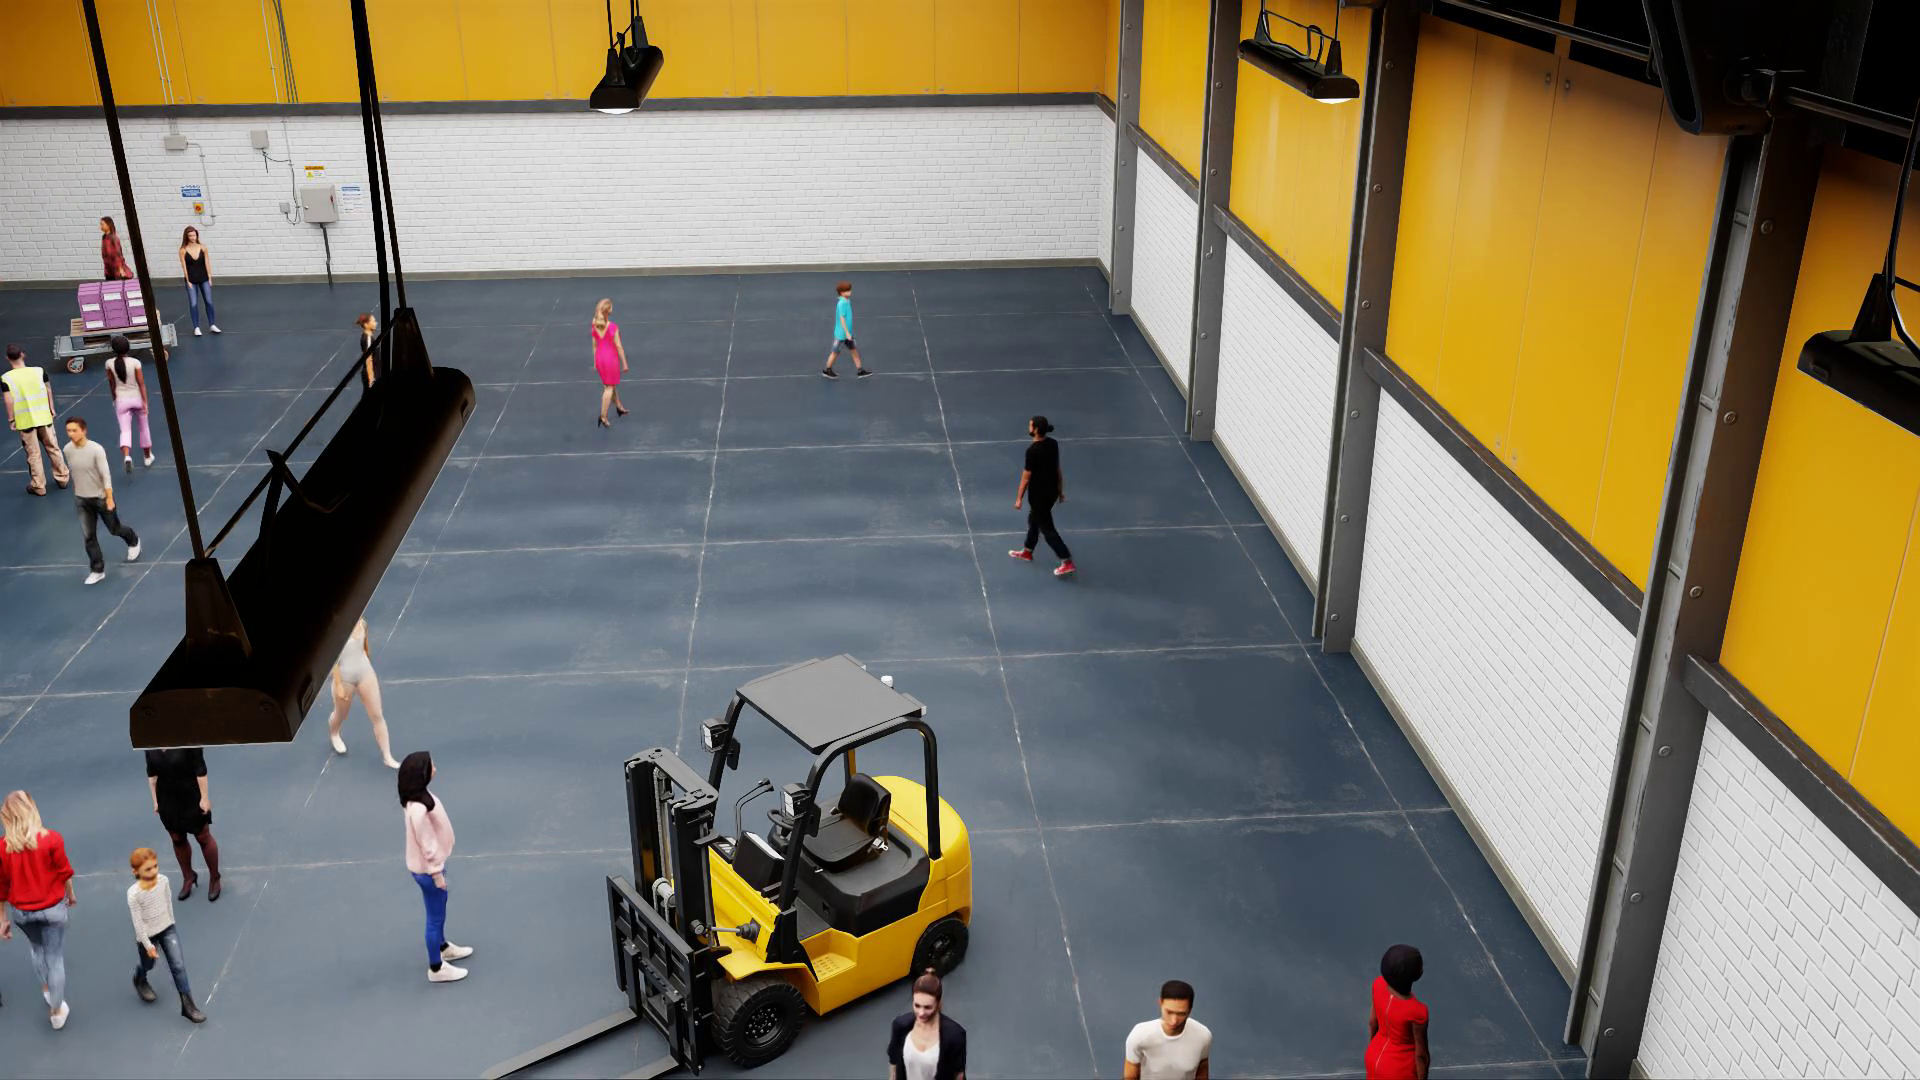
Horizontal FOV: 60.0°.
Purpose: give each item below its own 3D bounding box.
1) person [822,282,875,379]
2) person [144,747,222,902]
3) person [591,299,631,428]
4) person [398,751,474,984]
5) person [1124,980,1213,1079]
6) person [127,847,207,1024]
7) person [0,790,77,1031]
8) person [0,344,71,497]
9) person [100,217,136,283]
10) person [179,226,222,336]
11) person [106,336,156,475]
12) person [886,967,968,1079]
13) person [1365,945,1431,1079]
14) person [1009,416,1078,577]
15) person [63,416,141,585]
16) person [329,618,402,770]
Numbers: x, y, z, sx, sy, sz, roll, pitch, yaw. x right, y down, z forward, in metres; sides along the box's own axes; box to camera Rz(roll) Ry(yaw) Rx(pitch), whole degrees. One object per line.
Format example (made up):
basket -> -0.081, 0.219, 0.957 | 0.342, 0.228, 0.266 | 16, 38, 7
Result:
person -> -1.732, -2.975, 23.785 | 0.840, 1.417, 0.971 | 8, 25, 17
person -> -5.730, 1.907, 12.257 | 0.616, 1.704, 0.544 | 1, 24, 3
person -> -4.681, -2.304, 21.897 | 0.871, 1.700, 0.982 | 13, 27, 27
person -> -3.657, 2.239, 11.417 | 0.747, 1.768, 0.550 | -6, 24, -14
person -> 1.132, 3.175, 9.238 | 0.659, 1.798, 0.550 | -4, 24, -9
person -> -5.434, 2.625, 11.134 | 0.888, 1.288, 0.882 | 15, 28, 31
person -> -6.064, 2.489, 10.962 | 0.712, 1.674, 0.804 | -8, 25, -17
person -> -11.002, -1.437, 19.733 | 0.920, 1.844, 0.861 | 19, 30, 37
person -> -13.368, -4.313, 26.522 | 1.003, 1.675, 1.138 | 14, 27, 29
person -> -11.851, -4.038, 25.843 | 0.659, 1.716, 0.686 | -17, 29, -34
person -> -10.168, -1.629, 20.330 | 0.694, 1.718, 1.098 | -5, 24, -12
person -> -0.146, 3.118, 9.527 | 0.769, 1.672, 0.819 | 11, 26, 24
person -> 2.482, 3.063, 9.564 | 0.698, 1.744, 0.579 | -14, 27, -29
person -> 0.950, -0.442, 17.605 | 1.166, 1.725, 1.166 | 15, 28, 30
person -> -9.112, -0.485, 17.644 | 0.776, 1.773, 1.203 | 1, 24, 3
person -> -5.196, 1.165, 14.079 | 1.096, 1.605, 1.008 | 20, 31, 38
